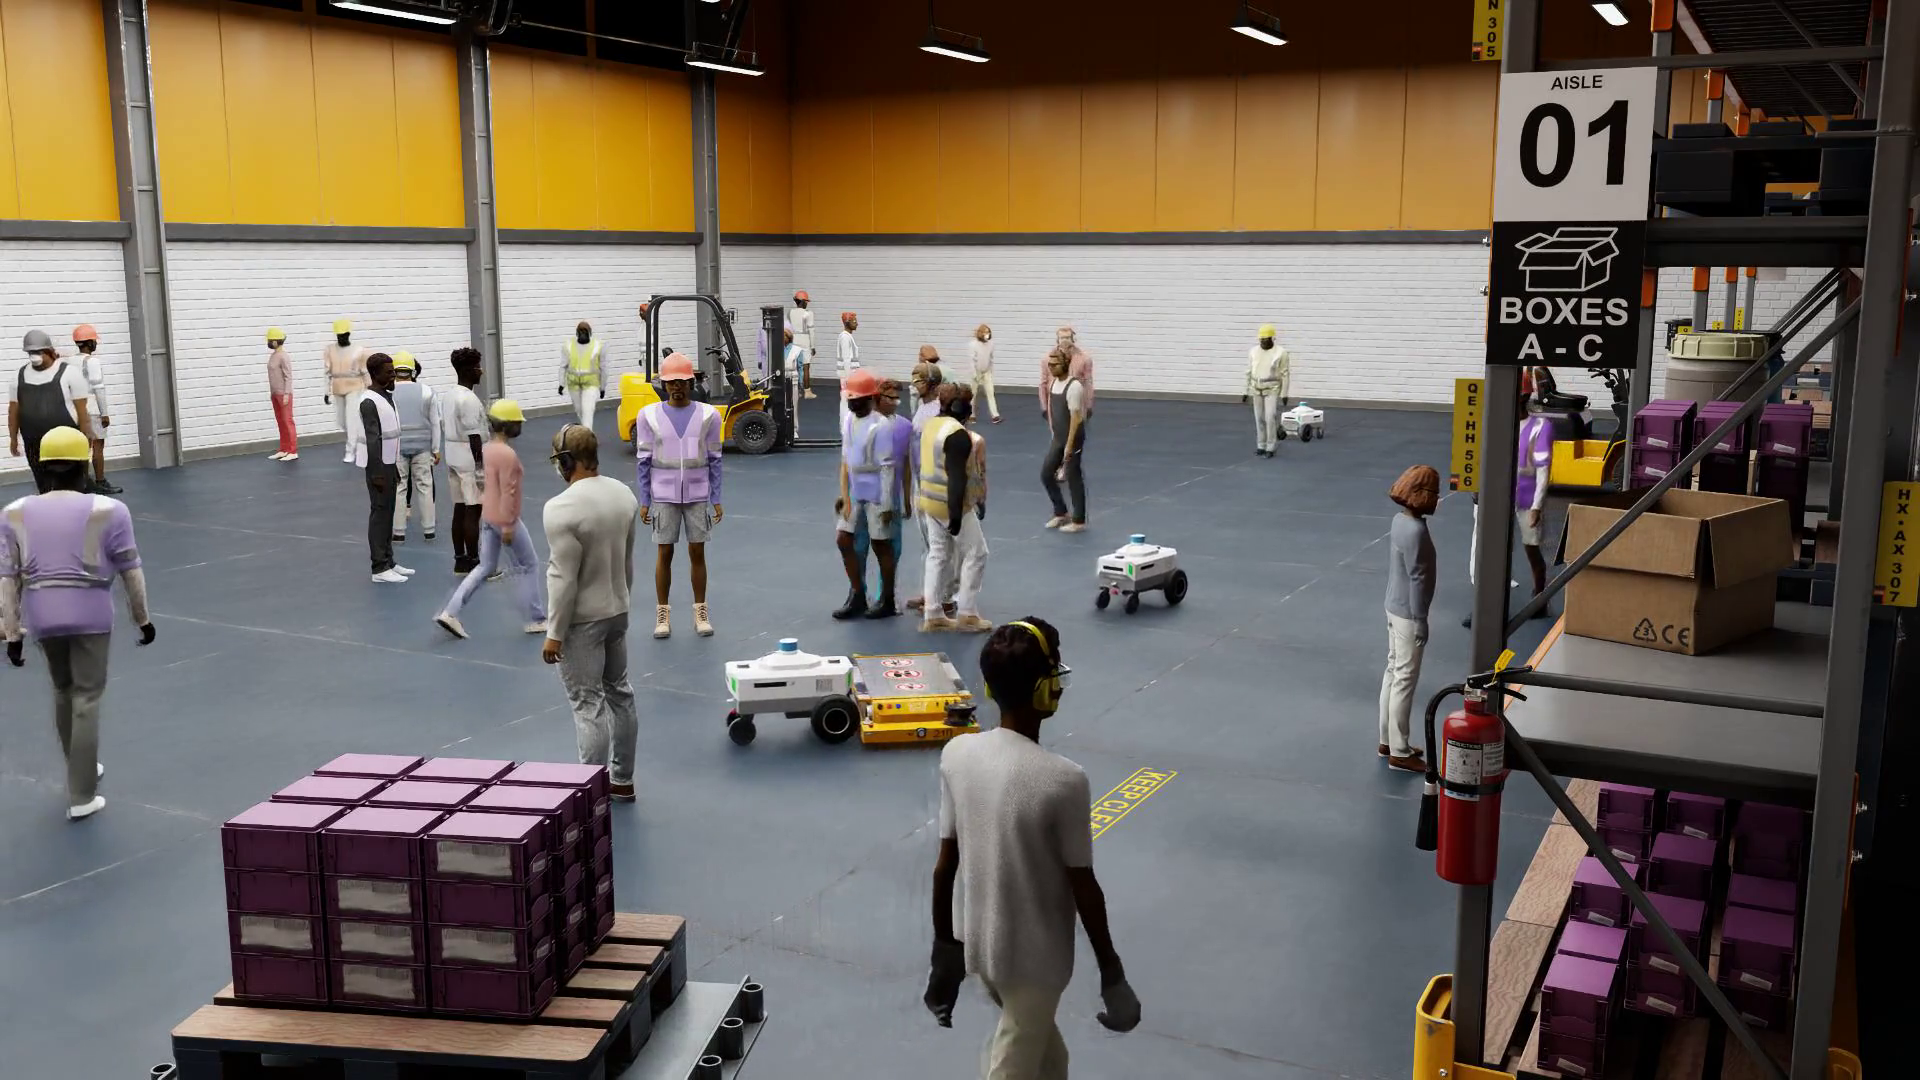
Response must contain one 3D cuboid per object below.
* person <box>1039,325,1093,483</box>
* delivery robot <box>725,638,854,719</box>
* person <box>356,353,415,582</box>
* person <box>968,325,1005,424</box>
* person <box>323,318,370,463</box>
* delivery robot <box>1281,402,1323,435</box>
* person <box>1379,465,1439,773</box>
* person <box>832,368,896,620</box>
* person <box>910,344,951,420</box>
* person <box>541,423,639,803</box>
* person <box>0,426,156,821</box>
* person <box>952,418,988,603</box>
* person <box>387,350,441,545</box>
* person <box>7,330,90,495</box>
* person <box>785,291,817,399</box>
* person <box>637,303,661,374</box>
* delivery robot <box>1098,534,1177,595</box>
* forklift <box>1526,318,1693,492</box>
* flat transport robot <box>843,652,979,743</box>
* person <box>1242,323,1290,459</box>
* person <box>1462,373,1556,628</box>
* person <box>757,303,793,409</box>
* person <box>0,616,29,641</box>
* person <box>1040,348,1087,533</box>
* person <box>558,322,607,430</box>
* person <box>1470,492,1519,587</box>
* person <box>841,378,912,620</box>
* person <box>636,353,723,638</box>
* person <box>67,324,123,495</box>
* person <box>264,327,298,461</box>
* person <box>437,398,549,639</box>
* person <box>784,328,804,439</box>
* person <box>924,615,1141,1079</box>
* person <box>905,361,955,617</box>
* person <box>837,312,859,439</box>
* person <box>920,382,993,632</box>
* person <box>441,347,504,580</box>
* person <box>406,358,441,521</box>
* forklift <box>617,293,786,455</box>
[{"bbox_3d":[1.274,-1.652,20.084,0.660,1.886,0.604,1,10,3],"label":"person"},{"bbox_3d":[-0.973,0.804,9.447,0.707,0.478,0.477,-2,10,-12],"label":"delivery robot"},{"bbox_3d":[-4.848,-0.608,13.952,0.392,1.919,0.591,-1,10,-7],"label":"person"},{"bbox_3d":[0.377,-2.645,26.694,0.506,1.591,0.854,-6,11,-29],"label":"person"},{"bbox_3d":[-8.101,-2.000,22.068,0.581,1.898,0.762,1,10,6],"label":"person"},{"bbox_3d":[5.037,-1.787,24.447,0.477,0.478,0.707,9,13,42],"label":"delivery robot"},{"bbox_3d":[2.407,0.411,8.876,0.289,1.632,0.497,1,10,3],"label":"person"},{"bbox_3d":[-0.716,-0.324,12.352,0.658,1.900,0.574,-8,13,-40],"label":"person"},{"bbox_3d":[-0.367,-1.635,20.750,0.526,1.609,0.373,-1,10,-4],"label":"person"},{"bbox_3d":[-1.809,0.394,8.108,0.372,1.934,0.627,4,11,23],"label":"person"},{"bbox_3d":[-4.363,0.385,8.274,0.601,1.895,0.844,-1,10,-5],"label":"person"},{"bbox_3d":[-0.052,-0.285,12.914,0.537,1.615,0.555,0,10,-1],"label":"person"},{"bbox_3d":[-5.217,-0.871,15.719,0.600,1.832,0.404,-5,11,-26],"label":"person"},{"bbox_3d":[-8.784,-1.017,15.960,0.700,2.000,0.619,-1,10,-4],"label":"person"},{"bbox_3d":[-2.981,-3.668,31.326,0.605,2.036,0.393,5,11,26],"label":"person"},{"bbox_3d":[-5.383,-3.151,28.763,0.353,1.886,0.573,-9,13,-41],"label":"person"},{"bbox_3d":[1.382,0.200,12.940,0.477,0.478,0.707,8,13,38],"label":"delivery robot"},{"bbox_3d":[7.066,-1.601,18.899,2.313,2.155,1.214,5,11,27],"label":"forklift"},{"bbox_3d":[-0.323,0.911,9.920,0.652,0.197,1.431,-2,10,-9],"label":"flat transport robot"},{"bbox_3d":[4.099,-2.003,22.344,0.603,1.829,0.470,9,13,41],"label":"person"},{"bbox_3d":[4.103,-0.305,12.281,0.556,1.896,0.938,10,14,44],"label":"person"},{"bbox_3d":[-3.134,-3.034,28.048,0.639,1.903,0.409,3,10,18],"label":"person"},{"bbox_3d":[-7.056,-0.051,11.504,0.870,1.649,0.569,-5,11,-25],"label":"person"},{"bbox_3d":[1.028,-0.963,16.279,0.515,1.826,0.518,-6,12,-32],"label":"person"},{"bbox_3d":[-5.299,-2.180,23.447,0.628,1.797,0.987,0,10,1],"label":"person"},{"bbox_3d":[4.421,-0.418,13.653,0.523,1.639,0.306,-3,10,-17],"label":"person"},{"bbox_3d":[-0.640,-0.315,12.563,0.592,1.830,0.388,-4,11,-23],"label":"person"},{"bbox_3d":[-1.992,-0.314,11.888,0.608,2.044,0.377,-2,10,-14],"label":"person"},{"bbox_3d":[-9.885,-1.481,18.938,0.545,1.942,0.352,5,11,29],"label":"person"},{"bbox_3d":[-9.016,-1.932,22.046,0.311,1.771,0.523,-9,13,-43],"label":"person"},{"bbox_3d":[-3.322,-0.148,11.861,0.857,1.734,0.529,-7,12,-36],"label":"person"},{"bbox_3d":[-2.569,-2.311,24.624,0.516,1.636,0.314,-1,10,-3],"label":"person"},{"bbox_3d":[0.137,1.105,4.322,0.973,1.829,0.517,-7,12,-36],"label":"person"},{"bbox_3d":[-0.213,-0.388,12.619,0.355,1.936,0.636,-2,10,-12],"label":"person"},{"bbox_3d":[-1.650,-2.422,24.550,0.338,1.882,0.583,-1,10,-4],"label":"person"},{"bbox_3d":[0.006,-0.229,12.007,0.625,1.822,0.650,-4,10,-21],"label":"person"},{"bbox_3d":[-4.133,-0.641,14.000,0.367,1.967,0.601,-7,12,-36],"label":"person"},{"bbox_3d":[-5.569,-1.022,16.985,0.536,1.696,0.321,0,10,1],"label":"person"},{"bbox_3d":[-3.588,-2.317,23.042,2.313,2.155,1.214,-1,10,-5],"label":"forklift"}]
